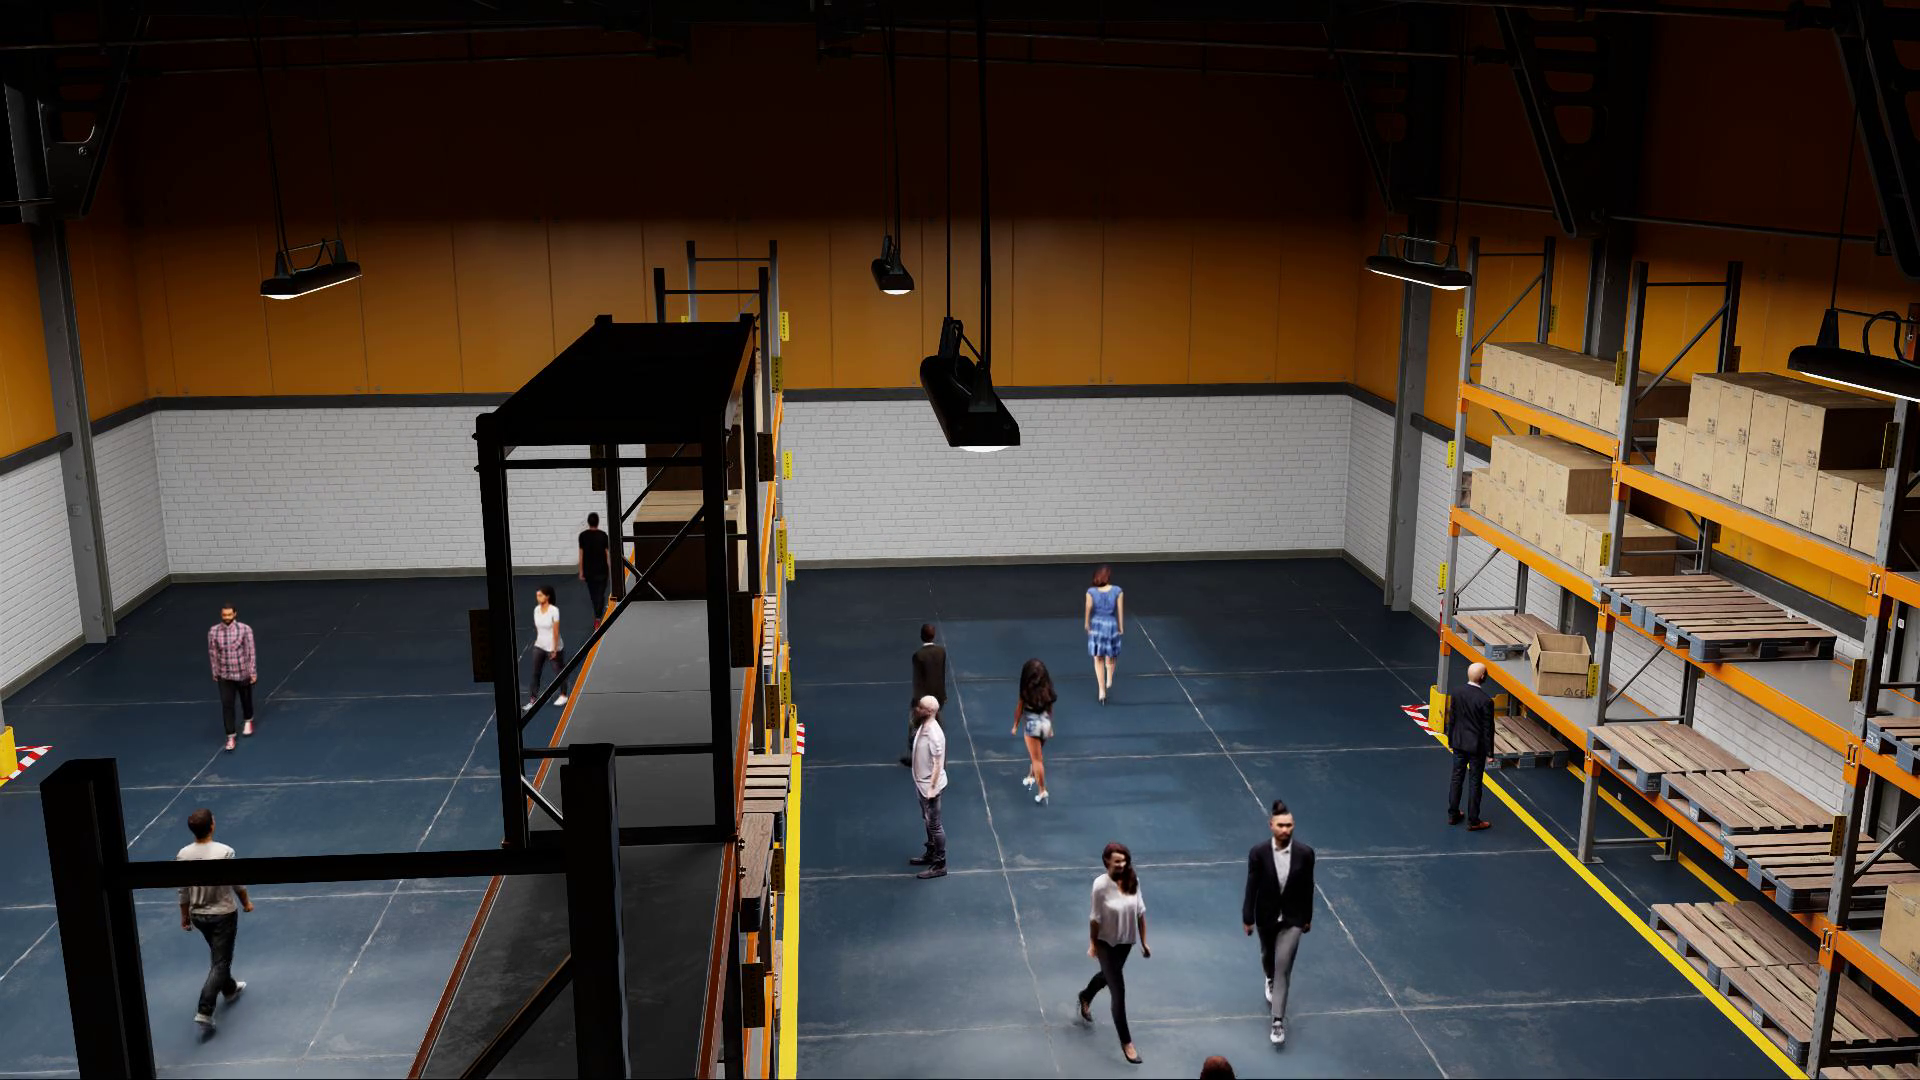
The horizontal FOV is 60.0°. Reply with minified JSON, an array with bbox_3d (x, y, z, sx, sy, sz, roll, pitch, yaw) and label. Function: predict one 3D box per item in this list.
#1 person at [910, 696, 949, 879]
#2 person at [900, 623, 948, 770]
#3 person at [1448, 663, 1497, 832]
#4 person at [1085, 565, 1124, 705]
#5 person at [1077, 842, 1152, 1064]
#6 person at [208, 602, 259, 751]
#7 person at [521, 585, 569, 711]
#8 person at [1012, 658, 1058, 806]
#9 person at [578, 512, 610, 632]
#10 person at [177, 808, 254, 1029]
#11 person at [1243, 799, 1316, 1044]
[{"bbox_3d":[-0.287,2.406,16.404,0.734,1.831,0.534,-3,14,-11],"label":"person"},{"bbox_3d":[-0.288,1.845,18.831,0.960,1.779,1.052,-11,18,-39],"label":"person"},{"bbox_3d":[5.372,2.155,17.512,0.832,1.798,0.720,-11,17,-38],"label":"person"},{"bbox_3d":[1.858,1.239,21.329,0.685,1.782,0.938,0,14,-1],"label":"person"},{"bbox_3d":[1.170,3.209,13.260,0.989,1.751,1.226,-9,16,-34],"label":"person"},{"bbox_3d":[-8.712,1.585,20.035,0.833,1.718,1.167,-3,14,-14],"label":"person"},{"bbox_3d":[-5.170,1.358,21.196,0.861,1.613,1.032,6,15,23],"label":"person"},{"bbox_3d":[0.872,2.113,18.110,0.781,1.599,0.938,-8,16,-31],"label":"person"},{"bbox_3d":[-5.385,0.491,24.555,0.768,1.717,1.129,1,14,3],"label":"person"},{"bbox_3d":[-6.146,3.105,13.611,0.770,1.787,1.138,1,14,5],"label":"person"},{"bbox_3d":[2.608,3.032,13.664,0.969,1.904,1.343,3,14,10],"label":"person"}]
